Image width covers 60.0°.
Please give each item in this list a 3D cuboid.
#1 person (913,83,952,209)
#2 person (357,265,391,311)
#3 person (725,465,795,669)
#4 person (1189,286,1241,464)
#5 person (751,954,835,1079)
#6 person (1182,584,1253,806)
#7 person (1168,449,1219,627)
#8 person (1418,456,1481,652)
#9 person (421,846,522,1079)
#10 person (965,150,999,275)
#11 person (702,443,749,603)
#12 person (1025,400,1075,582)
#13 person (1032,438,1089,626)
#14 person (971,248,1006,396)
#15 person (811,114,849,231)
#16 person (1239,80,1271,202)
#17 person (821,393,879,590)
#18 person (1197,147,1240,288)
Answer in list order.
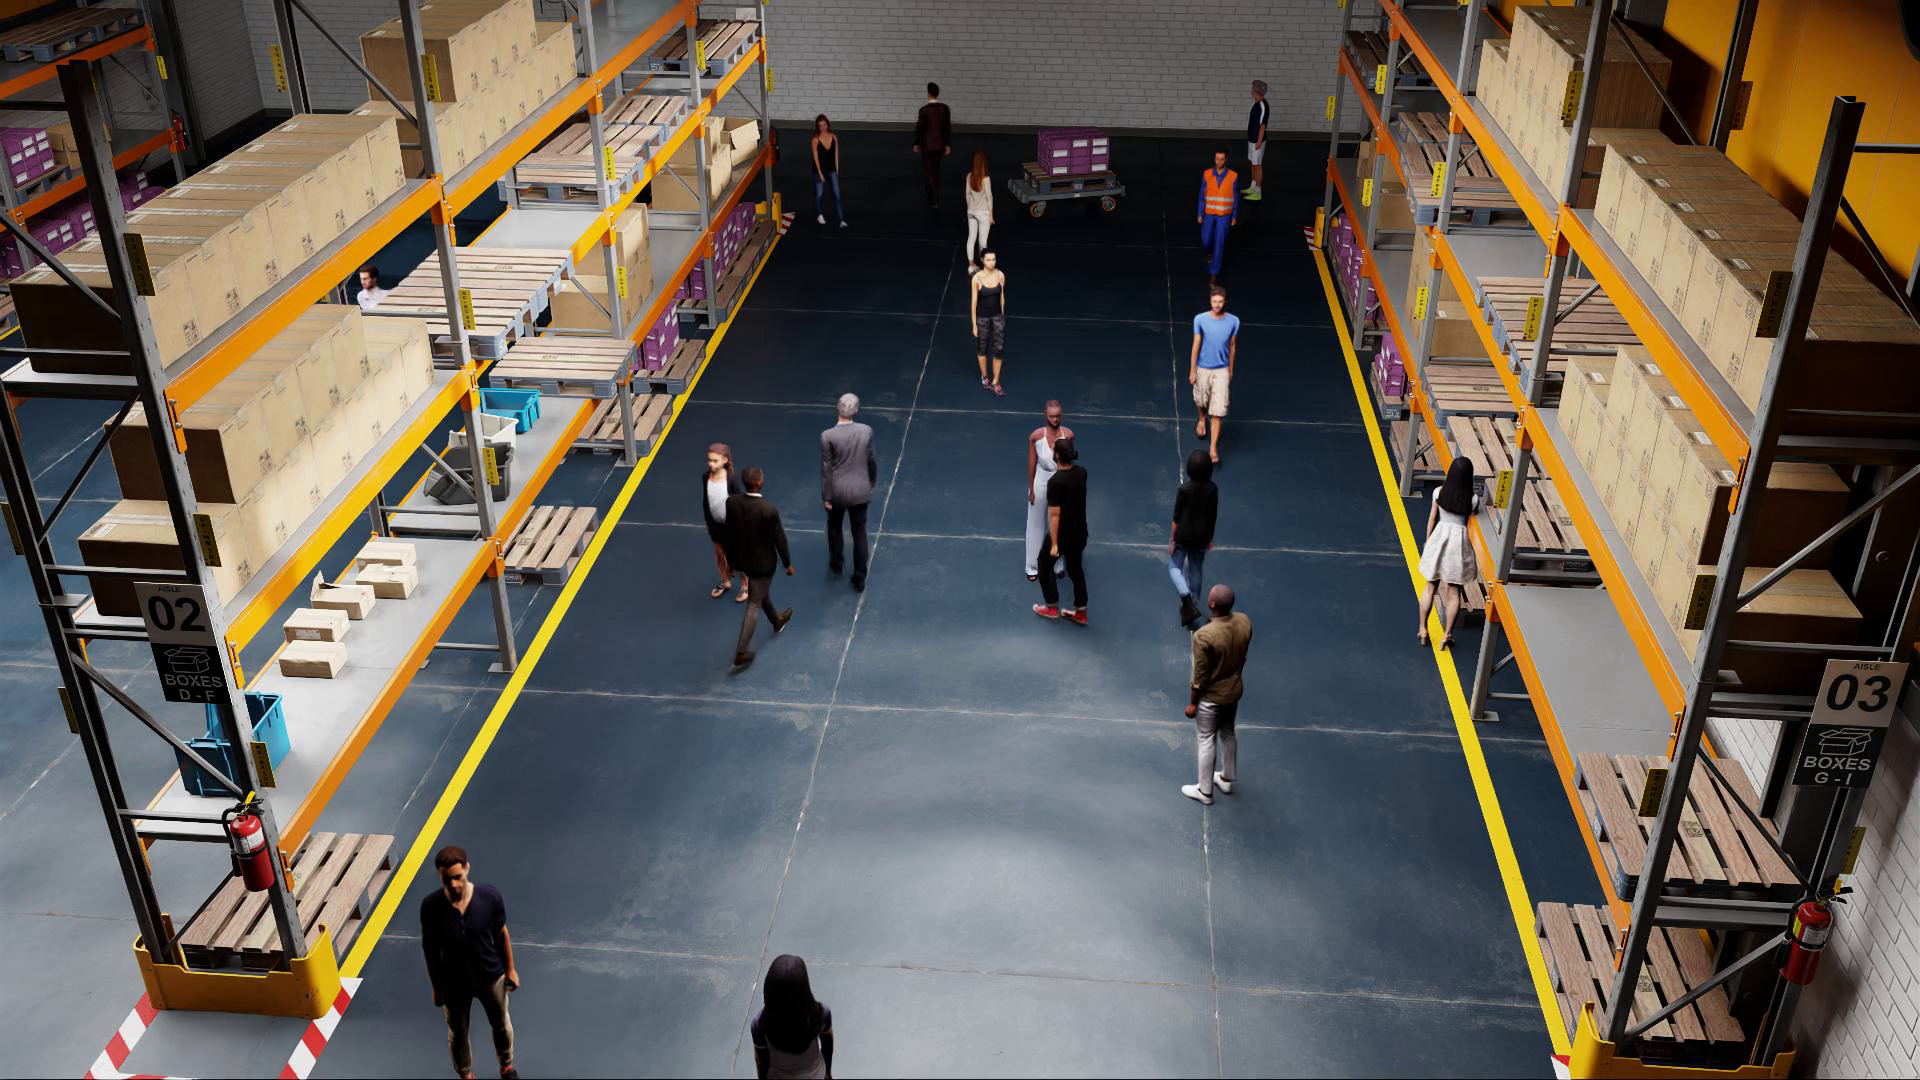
[{"bbox_3d":[-0.378,-5.958,25.227,0.988,1.843,1.096,-16,32,-26],"label":"person"},{"bbox_3d":[-6.248,-2.161,18.297,0.800,1.814,1.263,7,29,12],"label":"person"},{"bbox_3d":[-1.752,0.256,13.932,1.002,1.750,1.287,15,32,25],"label":"person"},{"bbox_3d":[2.679,-1.842,17.711,0.720,1.815,1.295,5,29,10],"label":"person"},{"bbox_3d":[-0.903,2.936,9.064,0.671,1.706,0.668,-10,30,-18],"label":"person"},{"bbox_3d":[1.900,1.130,12.251,0.794,1.825,0.832,-19,34,-31],"label":"person"},{"bbox_3d":[2.034,0.032,14.403,0.721,1.693,0.851,-8,30,-14],"label":"person"},{"bbox_3d":[4.173,0.109,14.181,0.764,1.769,0.775,15,32,26],"label":"person"},{"bbox_3d":[-2.836,2.524,9.661,0.710,1.859,0.678,-9,30,-16],"label":"person"},{"bbox_3d":[0.253,-4.441,22.582,0.698,1.713,0.732,23,36,35],"label":"person"},{"bbox_3d":[-2.102,-0.176,14.933,0.573,1.549,0.582,8,30,15],"label":"person"},{"bbox_3d":[0.818,-0.461,15.209,0.621,1.786,0.566,-5,29,-9],"label":"person"},{"bbox_3d":[0.986,-0.020,14.454,0.942,1.735,0.876,25,37,38],"label":"person"},{"bbox_3d":[0.288,-2.557,19.128,0.766,1.713,0.887,-9,30,-16],"label":"person"},{"bbox_3d":[-2.015,-5.399,24.386,0.926,1.666,1.152,-12,31,-21],"label":"person"},{"bbox_3d":[4.587,-6.174,25.632,0.710,1.834,0.514,0,29,0],"label":"person"},{"bbox_3d":[-1.006,-0.403,15.085,0.917,1.802,1.010,-12,31,-22],"label":"person"},{"bbox_3d":[3.457,-4.369,22.311,0.756,1.845,1.058,6,29,10],"label":"person"}]
